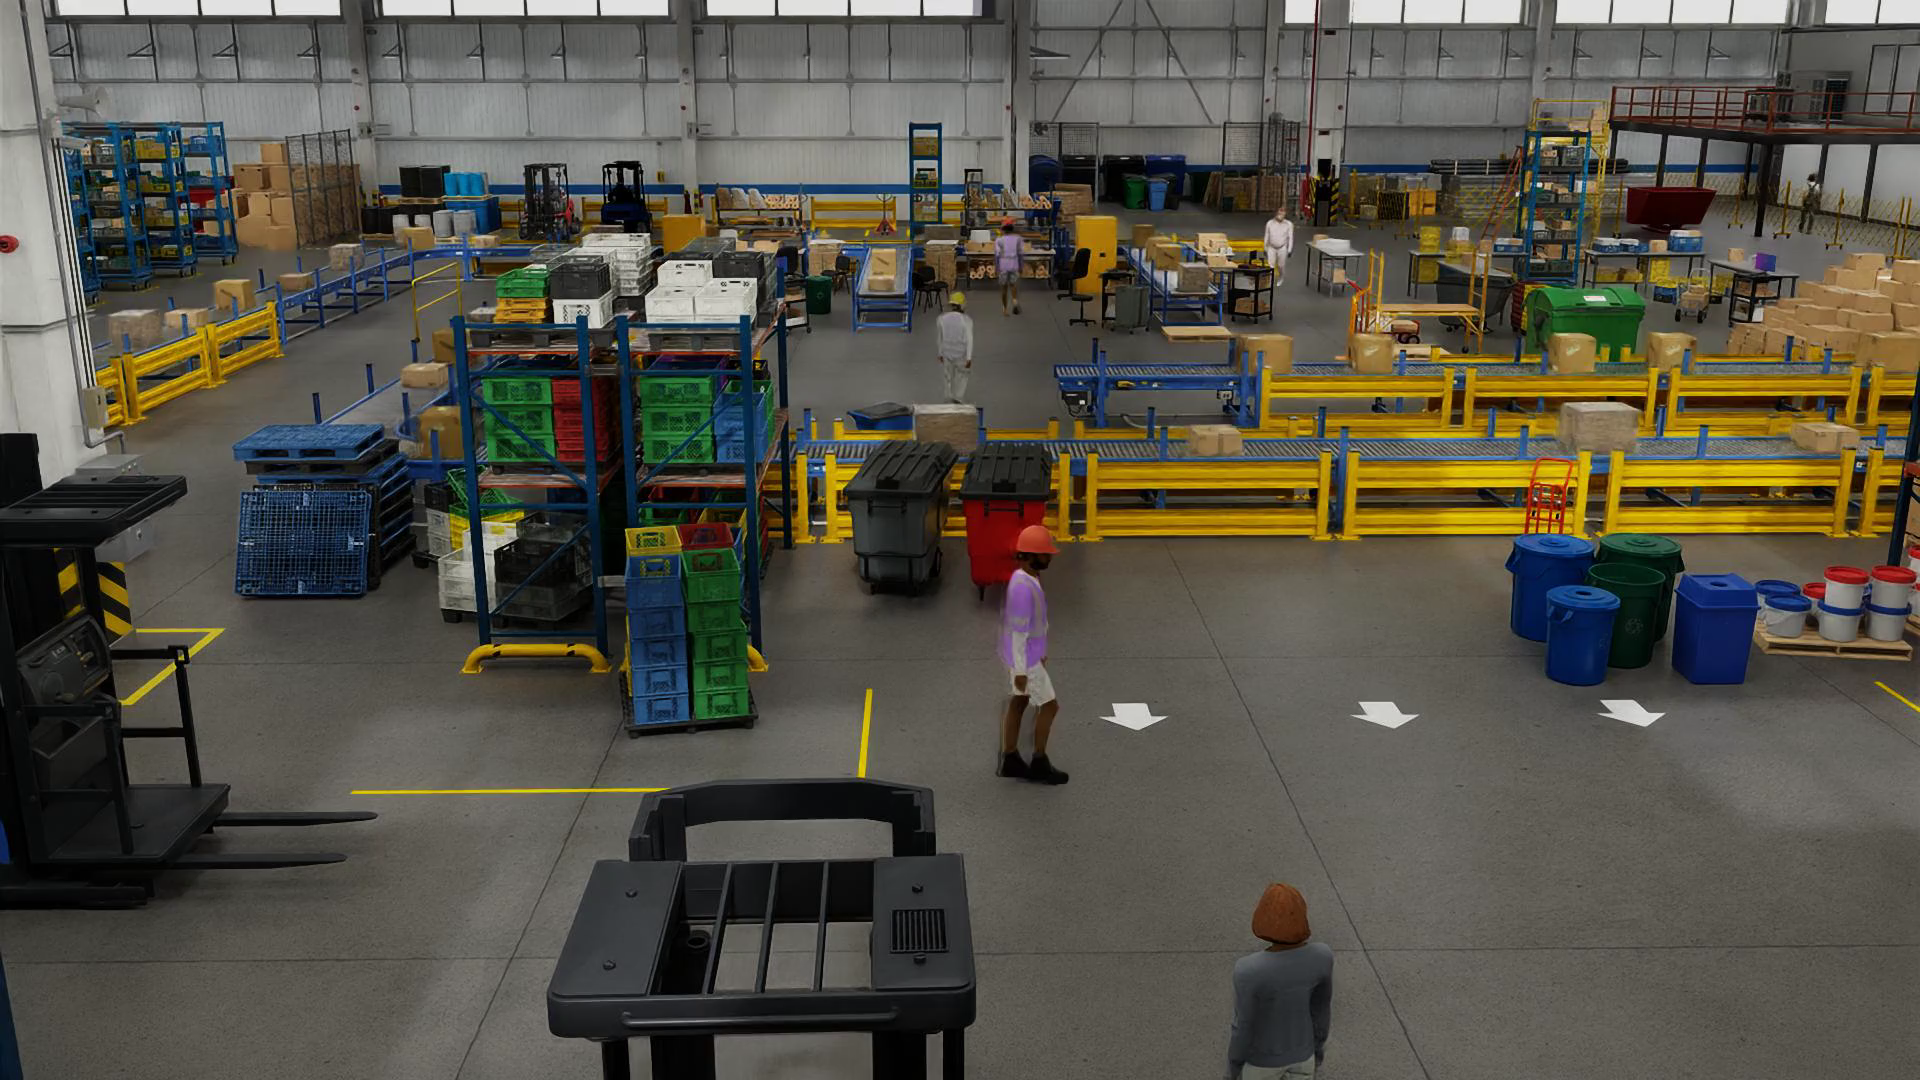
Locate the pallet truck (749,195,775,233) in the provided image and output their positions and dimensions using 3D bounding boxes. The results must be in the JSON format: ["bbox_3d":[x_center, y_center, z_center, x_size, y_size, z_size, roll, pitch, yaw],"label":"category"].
[{"bbox_3d":[-6.051,-9.967,50.660,0.680,1.201,1.601,0,16,-1],"label":"pallet truck"}]

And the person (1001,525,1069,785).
[{"bbox_3d":[0.590,0.827,11.906,0.649,1.919,0.570,1,16,3],"label":"person"}]

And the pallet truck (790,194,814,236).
[{"bbox_3d":[-4.814,-9.883,50.259,0.704,1.261,1.522,-1,16,-3],"label":"pallet truck"}]

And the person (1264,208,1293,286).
[{"bbox_3d":[7.324,-6.717,38.251,0.650,1.874,0.857,4,17,15],"label":"person"}]

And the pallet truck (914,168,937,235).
[{"bbox_3d":[-0.989,-10.316,50.507,0.823,1.965,1.885,1,16,3],"label":"pallet truck"}]

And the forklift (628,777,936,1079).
[{"bbox_3d":[-0.542,2.165,5.552,1.129,2.768,1.873,-1,16,-2],"label":"forklift"}]

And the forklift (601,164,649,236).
[{"bbox_3d":[-9.948,-10.127,49.296,1.157,1.987,2.680,-1,16,-3],"label":"forklift"}]

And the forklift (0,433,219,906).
[{"bbox_3d":[-5.952,0.780,10.366,1.873,2.768,1.129,0,16,-1],"label":"forklift"}]

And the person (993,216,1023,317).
[{"bbox_3d":[0.977,-5.569,33.941,0.628,2.033,0.446,-4,17,-15],"label":"person"}]

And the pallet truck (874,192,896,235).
[{"bbox_3d":[-2.277,-9.986,50.594,0.653,1.274,1.630,0,16,-1],"label":"pallet truck"}]

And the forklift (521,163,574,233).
[{"bbox_3d":[-12.233,-10.122,49.298,1.157,1.987,2.680,0,16,-1],"label":"forklift"}]

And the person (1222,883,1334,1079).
[{"bbox_3d":[1.402,2.283,7.359,0.507,1.631,0.266,-6,17,-20],"label":"person"}]

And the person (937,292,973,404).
[{"bbox_3d":[-0.062,-2.737,24.489,0.609,1.818,0.419,8,18,25],"label":"person"}]

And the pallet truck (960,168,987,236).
[{"bbox_3d":[0.383,-10.230,50.206,0.823,1.965,1.885,-1,16,-3],"label":"pallet truck"}]

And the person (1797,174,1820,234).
[{"bbox_3d":[25.798,-10.215,50.520,0.531,1.798,0.966,4,16,12],"label":"person"}]
